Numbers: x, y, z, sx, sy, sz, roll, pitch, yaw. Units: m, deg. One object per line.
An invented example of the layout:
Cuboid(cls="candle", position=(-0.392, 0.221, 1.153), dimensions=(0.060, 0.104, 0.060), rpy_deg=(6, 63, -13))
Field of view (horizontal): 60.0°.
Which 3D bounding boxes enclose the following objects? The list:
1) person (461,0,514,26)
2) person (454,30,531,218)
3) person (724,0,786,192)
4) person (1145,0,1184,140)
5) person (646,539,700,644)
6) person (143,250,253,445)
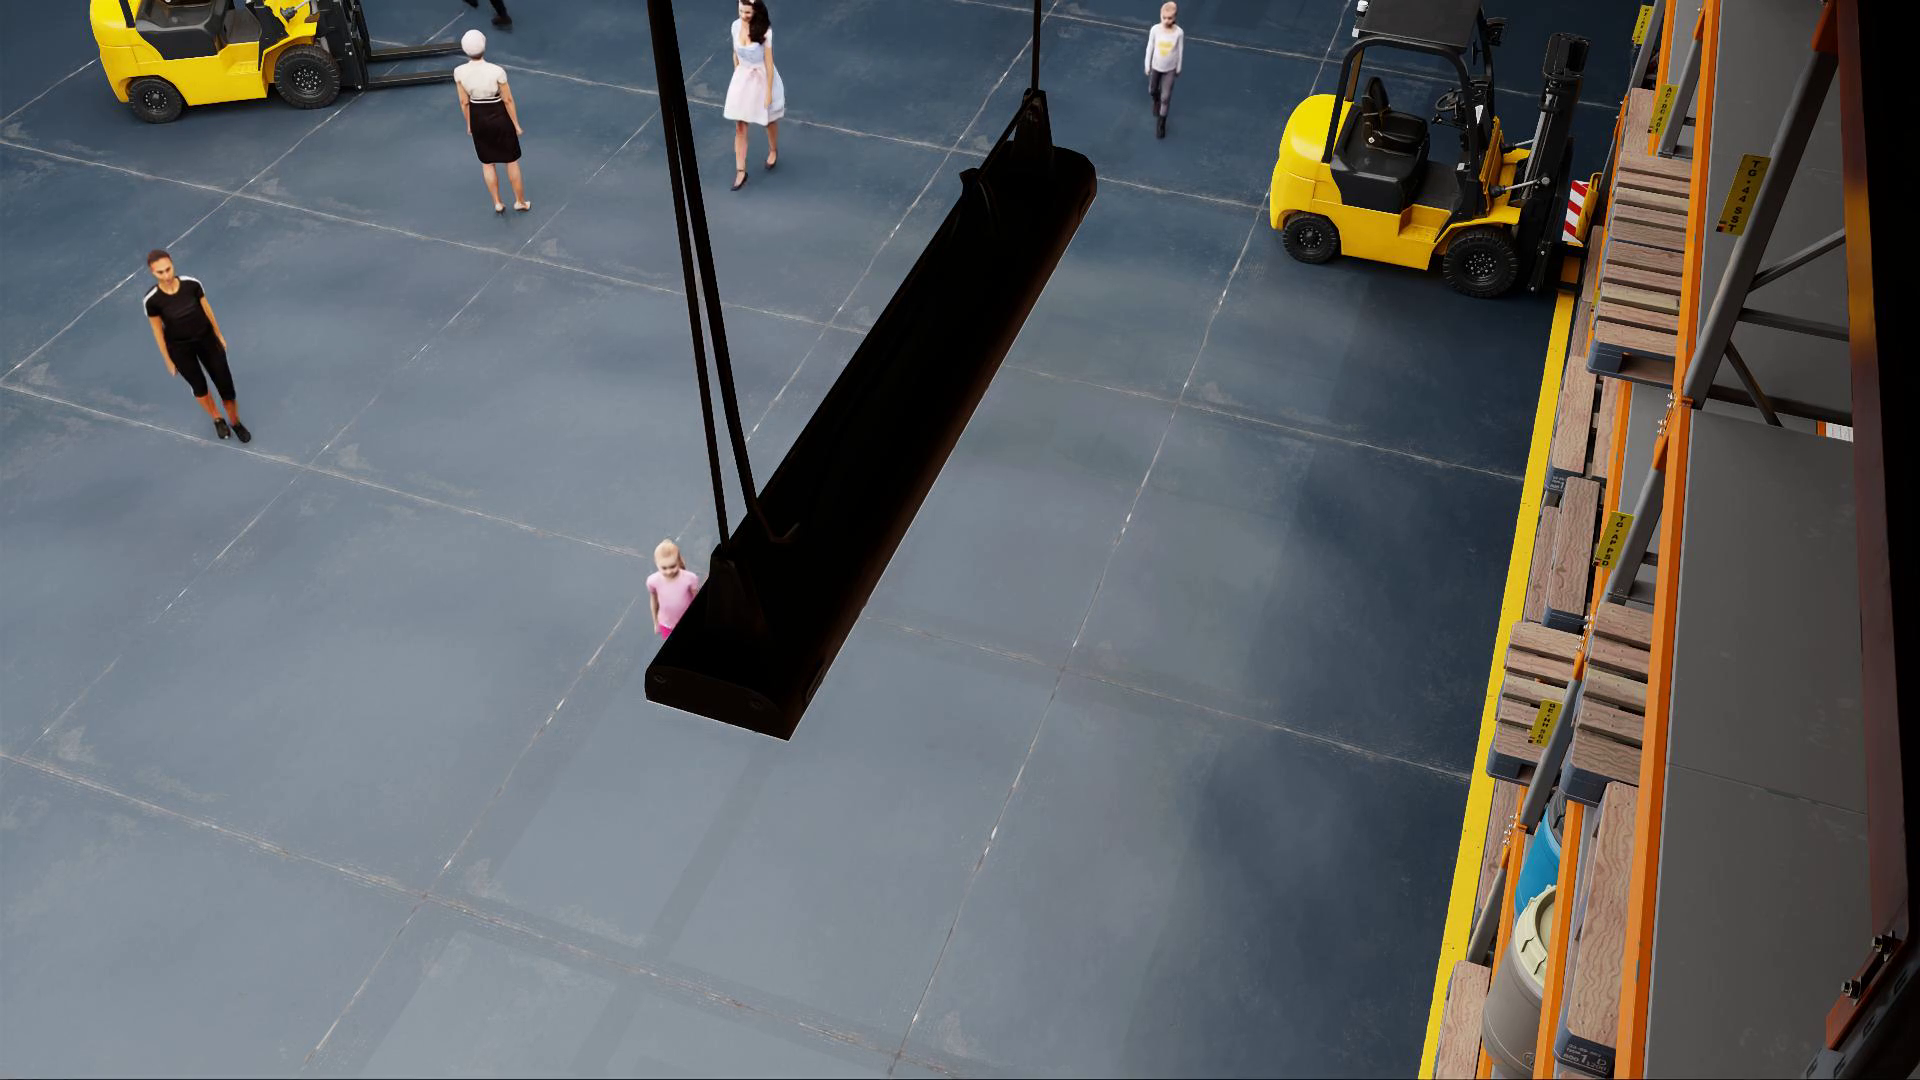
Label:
Cuboid(cls="person", position=(-5.007, -6.194, 17.171), dimensions=(0.968, 1.819, 1.213), rpy_deg=(27, 50, 26))
Cuboid(cls="person", position=(-4.082, -3.615, 14.510), dimensions=(0.700, 1.756, 0.656), rpy_deg=(-1, 44, -1))
Cuboid(cls="person", position=(-1.789, -4.108, 15.008), dimensions=(0.645, 1.783, 1.017), rpy_deg=(14, 45, 14))
Cuboid(cls="person", position=(1.942, -4.529, 15.828), dimensions=(0.578, 1.261, 0.883), rpy_deg=(8, 44, 8))
Cuboid(cls="person", position=(-1.795, 0.455, 10.595), dimensions=(0.672, 1.263, 0.819), rpy_deg=(-4, 44, -4))
Cuboid(cls="person", position=(-5.713, -1.480, 12.338), dimensions=(0.757, 1.661, 0.818), rpy_deg=(-24, 49, -23))
